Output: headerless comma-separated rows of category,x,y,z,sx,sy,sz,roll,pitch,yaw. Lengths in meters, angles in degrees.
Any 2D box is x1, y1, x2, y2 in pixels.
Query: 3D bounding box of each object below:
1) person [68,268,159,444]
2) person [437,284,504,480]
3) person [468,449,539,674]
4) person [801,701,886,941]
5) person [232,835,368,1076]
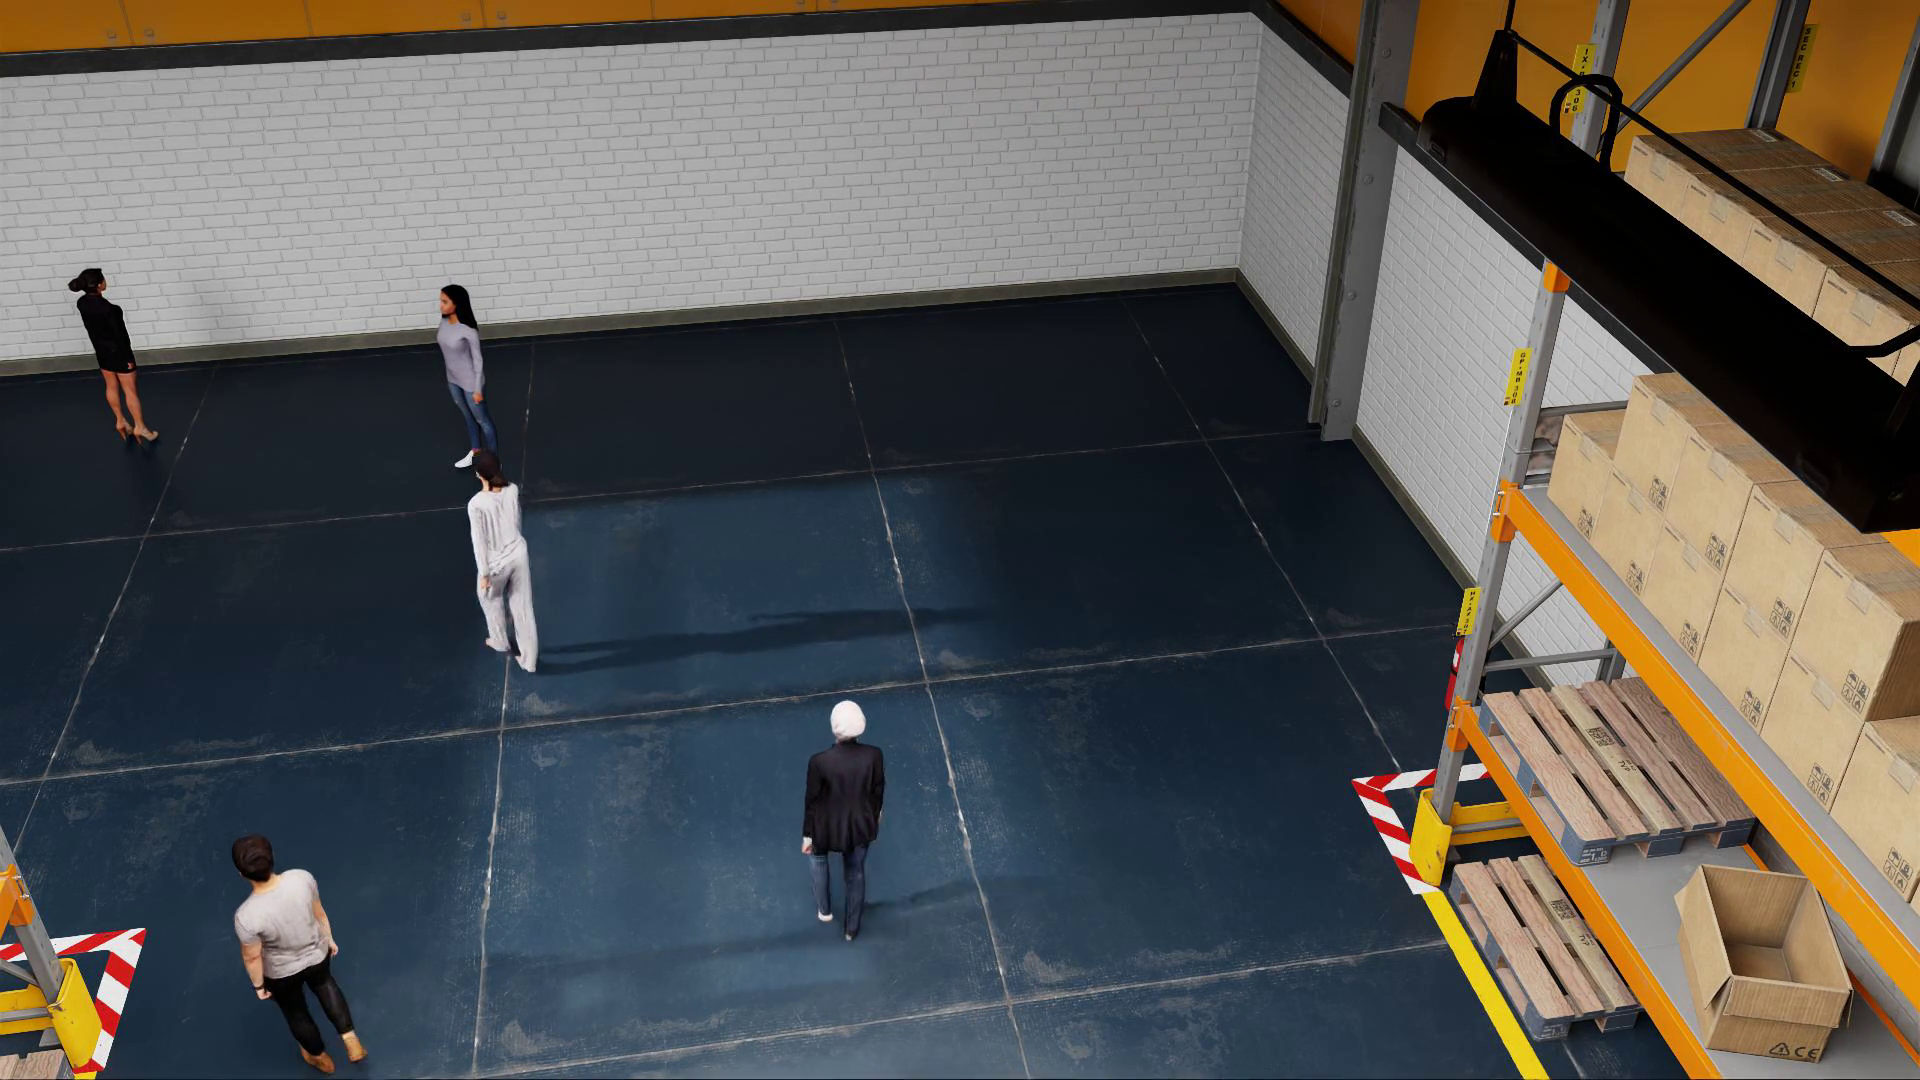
person,-7.370,-1.602,14.486,0.677,1.637,0.732,12,35,18
person,-4.144,-1.352,14.022,0.666,1.735,0.748,26,41,33
person,-3.148,0.194,11.685,0.838,1.747,0.931,-28,43,-35
person,-0.710,1.728,9.622,0.773,1.763,0.642,-9,35,-13
person,-3.431,2.218,8.672,0.896,1.710,0.830,26,41,33
